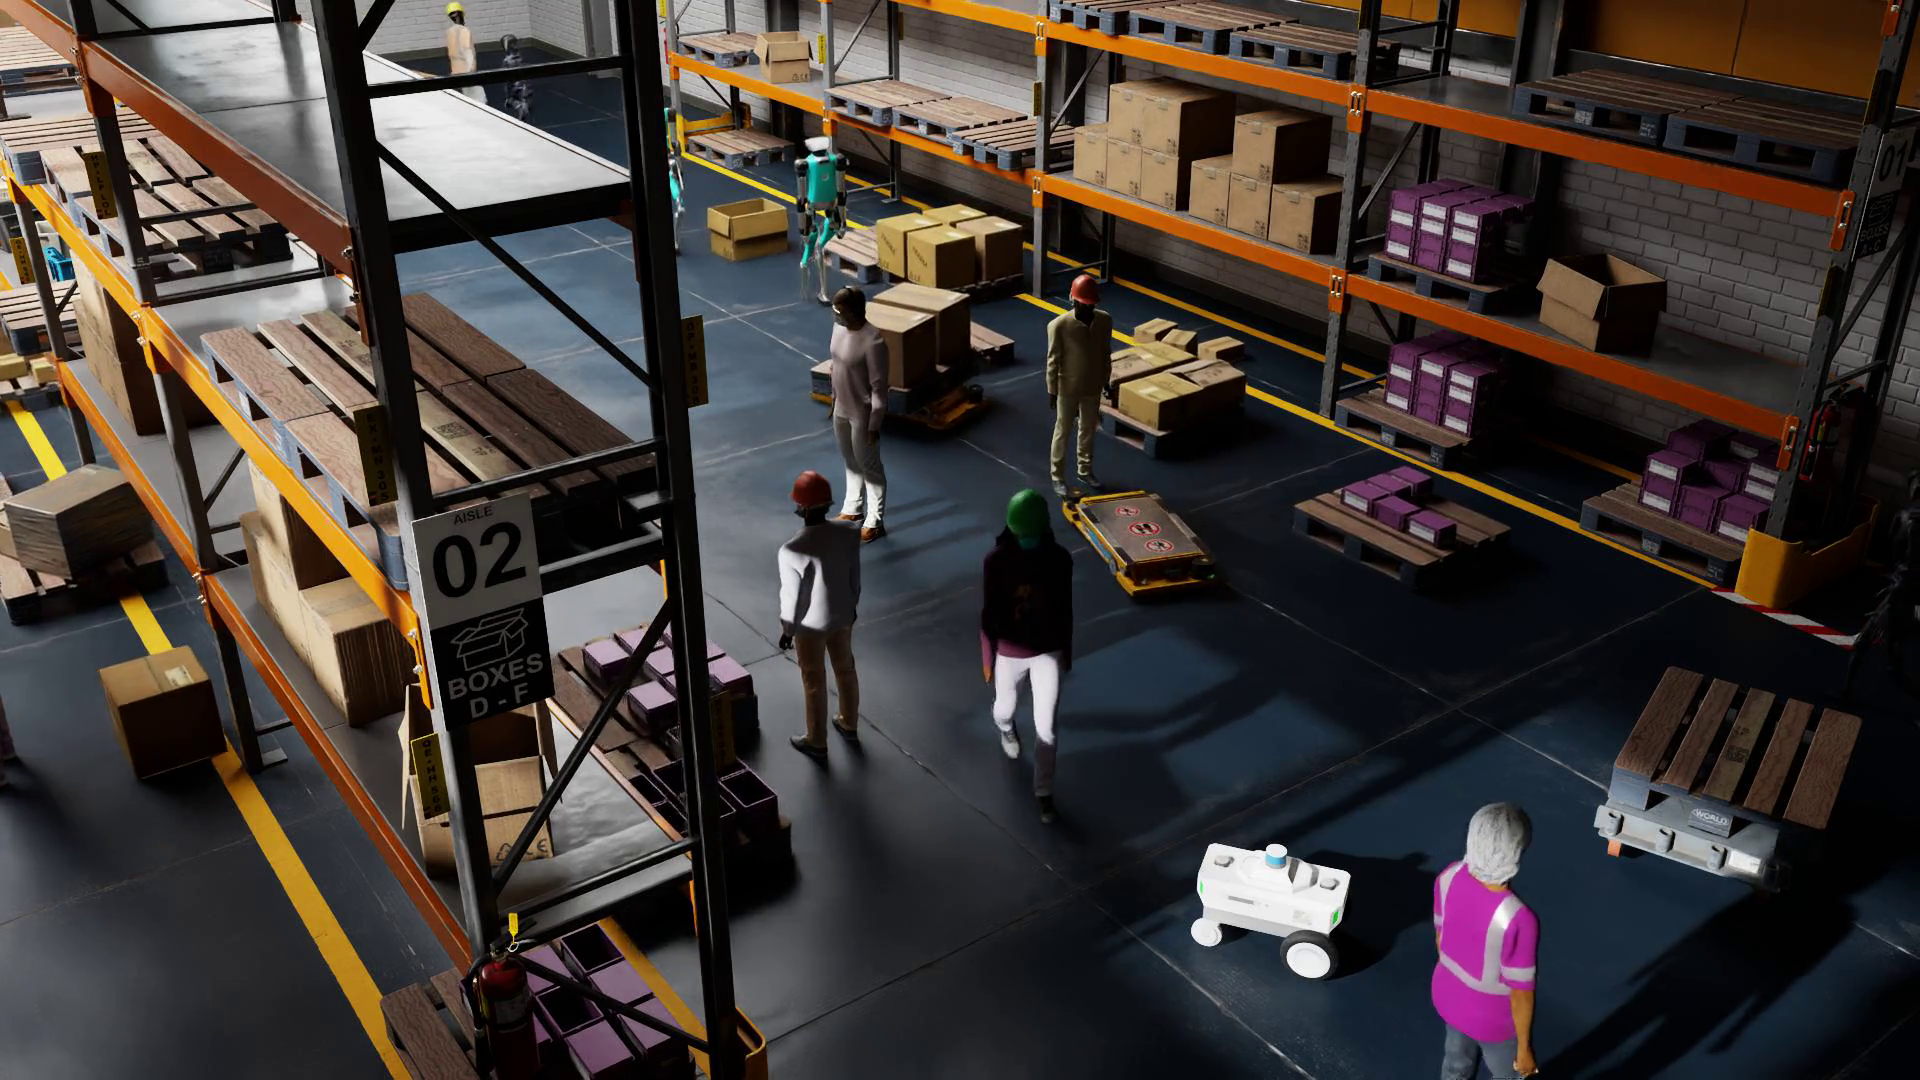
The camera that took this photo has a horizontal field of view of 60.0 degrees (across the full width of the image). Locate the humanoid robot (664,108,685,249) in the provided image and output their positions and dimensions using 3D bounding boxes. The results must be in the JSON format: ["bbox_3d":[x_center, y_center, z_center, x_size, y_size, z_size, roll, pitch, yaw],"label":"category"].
[{"bbox_3d":[-3.280,-4.005,18.297,0.550,1.727,0.977,-10,28,-19],"label":"humanoid robot"}]

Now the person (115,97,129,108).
[{"bbox_3d":[-10.622,-5.504,21.017,0.374,1.995,0.607,-18,32,-31],"label":"person"}]

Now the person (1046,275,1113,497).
[{"bbox_3d":[0.928,-1.183,12.686,0.572,1.748,0.342,-13,29,-24],"label":"person"}]

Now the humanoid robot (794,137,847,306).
[{"bbox_3d":[-1.461,-3.151,16.739,0.541,1.898,0.714,-13,30,-24],"label":"humanoid robot"}]

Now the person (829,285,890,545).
[{"bbox_3d":[-0.739,-0.906,11.940,0.372,1.934,0.626,-17,32,-31],"label":"person"}]

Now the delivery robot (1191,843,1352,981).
[{"bbox_3d":[1.541,1.767,8.158,0.802,0.598,0.499,9,28,18],"label":"delivery robot"}]

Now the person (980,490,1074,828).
[{"bbox_3d":[0.357,0.546,9.081,0.519,1.919,0.808,-1,27,-3],"label":"person"}]

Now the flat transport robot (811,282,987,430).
[{"bbox_3d":[-0.538,-1.278,14.529,1.431,0.231,0.659,15,31,28],"label":"flat transport robot"}]

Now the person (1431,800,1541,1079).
[{"bbox_3d":[2.088,1.831,6.594,0.499,1.834,0.575,-15,30,-27],"label":"person"}]

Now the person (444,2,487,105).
[{"bbox_3d":[-6.855,-6.484,23.105,0.683,1.865,0.439,21,34,36],"label":"person"}]

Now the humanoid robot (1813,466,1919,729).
[{"bbox_3d":[5.611,0.344,9.797,0.730,1.648,0.613,16,31,29],"label":"humanoid robot"}]

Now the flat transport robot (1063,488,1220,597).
[{"bbox_3d":[1.288,-0.019,12.025,0.659,0.231,1.431,-8,28,-15],"label":"flat transport robot"}]

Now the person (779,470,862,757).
[{"bbox_3d":[-0.806,0.418,9.501,0.560,1.752,0.326,-22,34,-37],"label":"person"}]

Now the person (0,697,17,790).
[{"bbox_3d":[-5.613,0.514,9.155,0.403,1.904,0.642,-9,28,-17],"label":"person"}]

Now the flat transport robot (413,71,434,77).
[{"bbox_3d":[-7.765,-5.721,23.368,0.659,0.231,1.431,0,27,1],"label":"flat transport robot"}]

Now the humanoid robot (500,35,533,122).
[{"bbox_3d":[-5.857,-5.869,22.111,0.488,1.646,0.602,-21,34,-36],"label":"humanoid robot"}]
